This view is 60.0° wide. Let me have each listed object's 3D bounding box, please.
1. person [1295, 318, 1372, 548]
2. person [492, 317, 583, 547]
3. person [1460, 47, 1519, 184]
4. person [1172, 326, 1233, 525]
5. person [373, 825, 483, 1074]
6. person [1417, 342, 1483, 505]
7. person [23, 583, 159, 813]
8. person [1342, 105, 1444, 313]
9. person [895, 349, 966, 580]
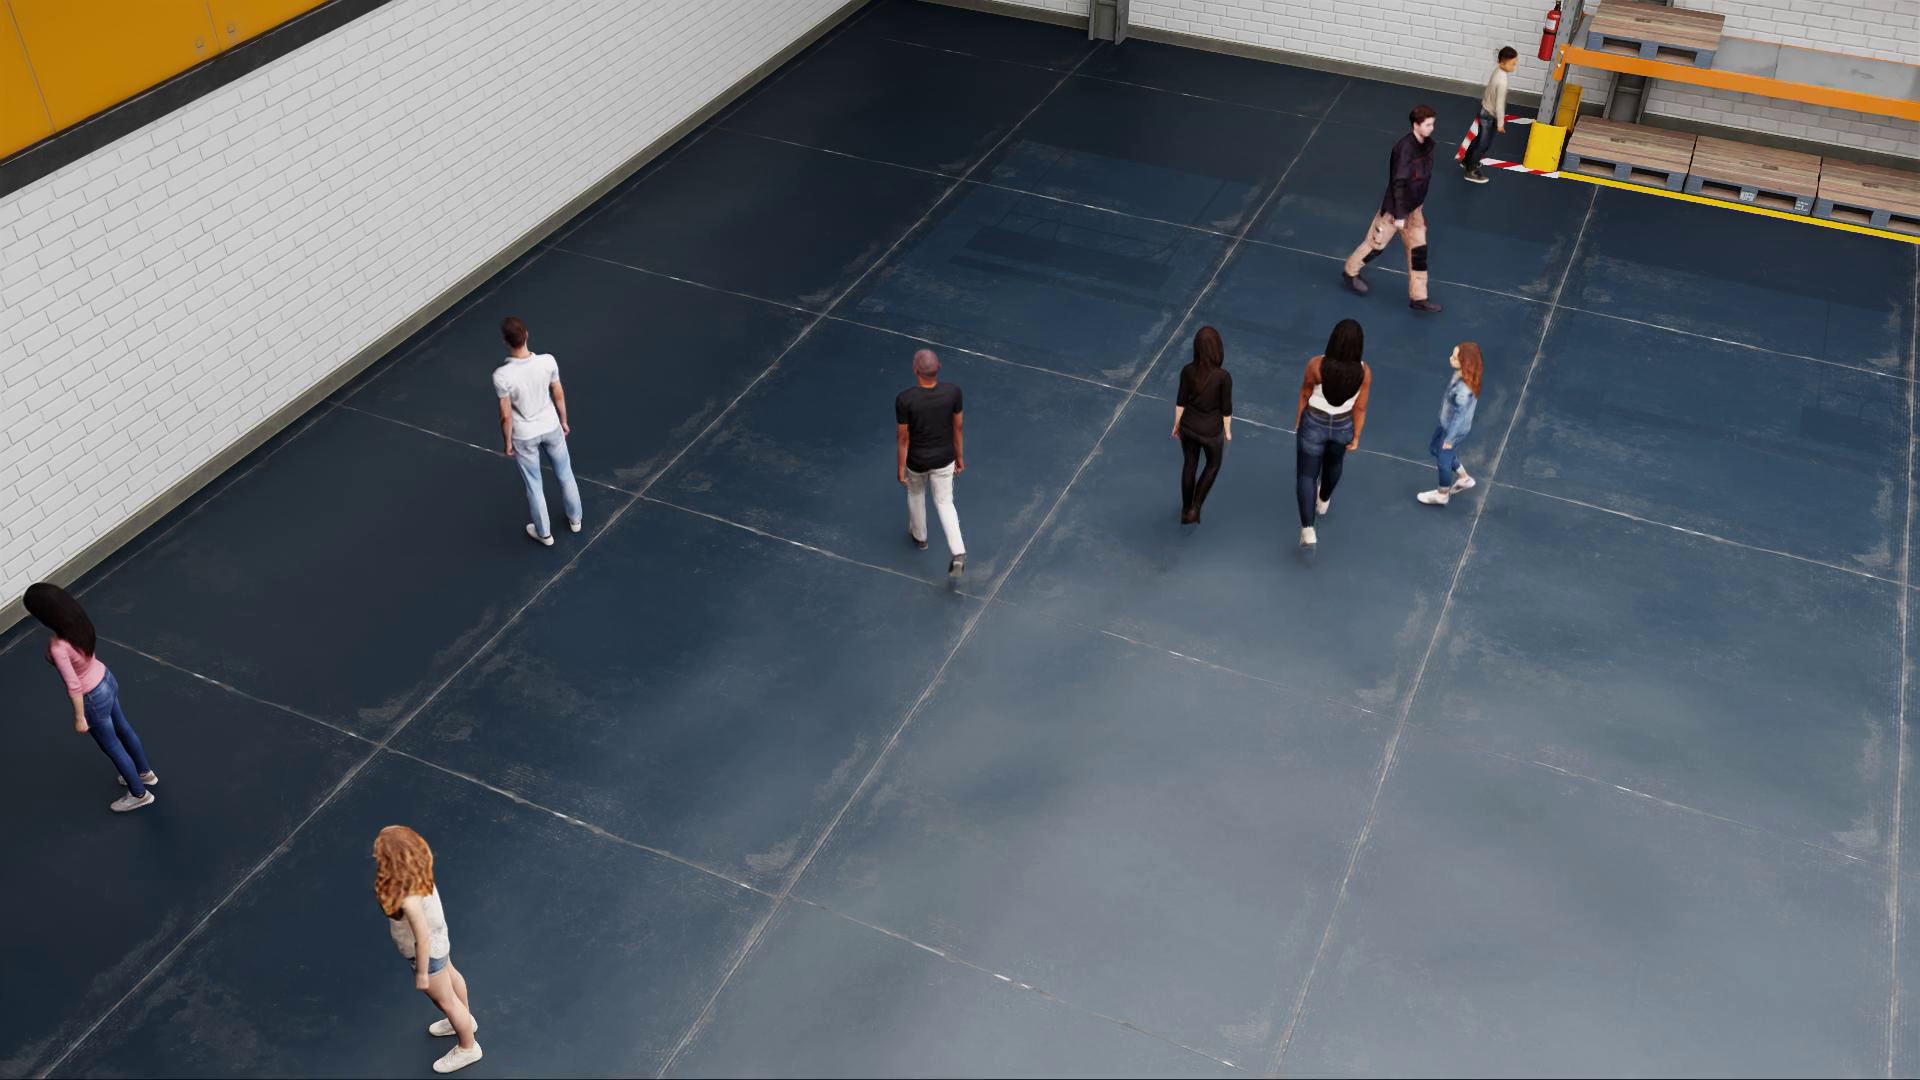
[{"bbox_3d":[2.660,-0.747,12.065,1.134,1.780,0.927,3,39,4],"label":"person"},{"bbox_3d":[-3.067,-0.787,12.052,0.732,1.856,0.724,-24,44,-27],"label":"person"},{"bbox_3d":[5.313,-4.297,16.780,0.652,1.442,0.759,-5,39,-6],"label":"person"},{"bbox_3d":[1.753,-0.768,12.213,0.624,1.627,0.651,20,43,23],"label":"person"},{"bbox_3d":[-2.720,2.081,8.539,0.700,1.759,0.650,-10,40,-13],"label":"person"},{"bbox_3d":[3.774,-0.845,12.439,0.707,1.466,0.656,10,40,12],"label":"person"},{"bbox_3d":[-5.210,0.930,9.996,0.678,1.741,0.656,-5,39,-7],"label":"person"},{"bbox_3d":[3.837,-2.965,14.766,1.022,1.874,1.358,-31,48,-33],"label":"person"},{"bbox_3d":[-0.189,-0.518,11.776,1.107,1.782,1.151,-12,40,-14],"label":"person"}]
